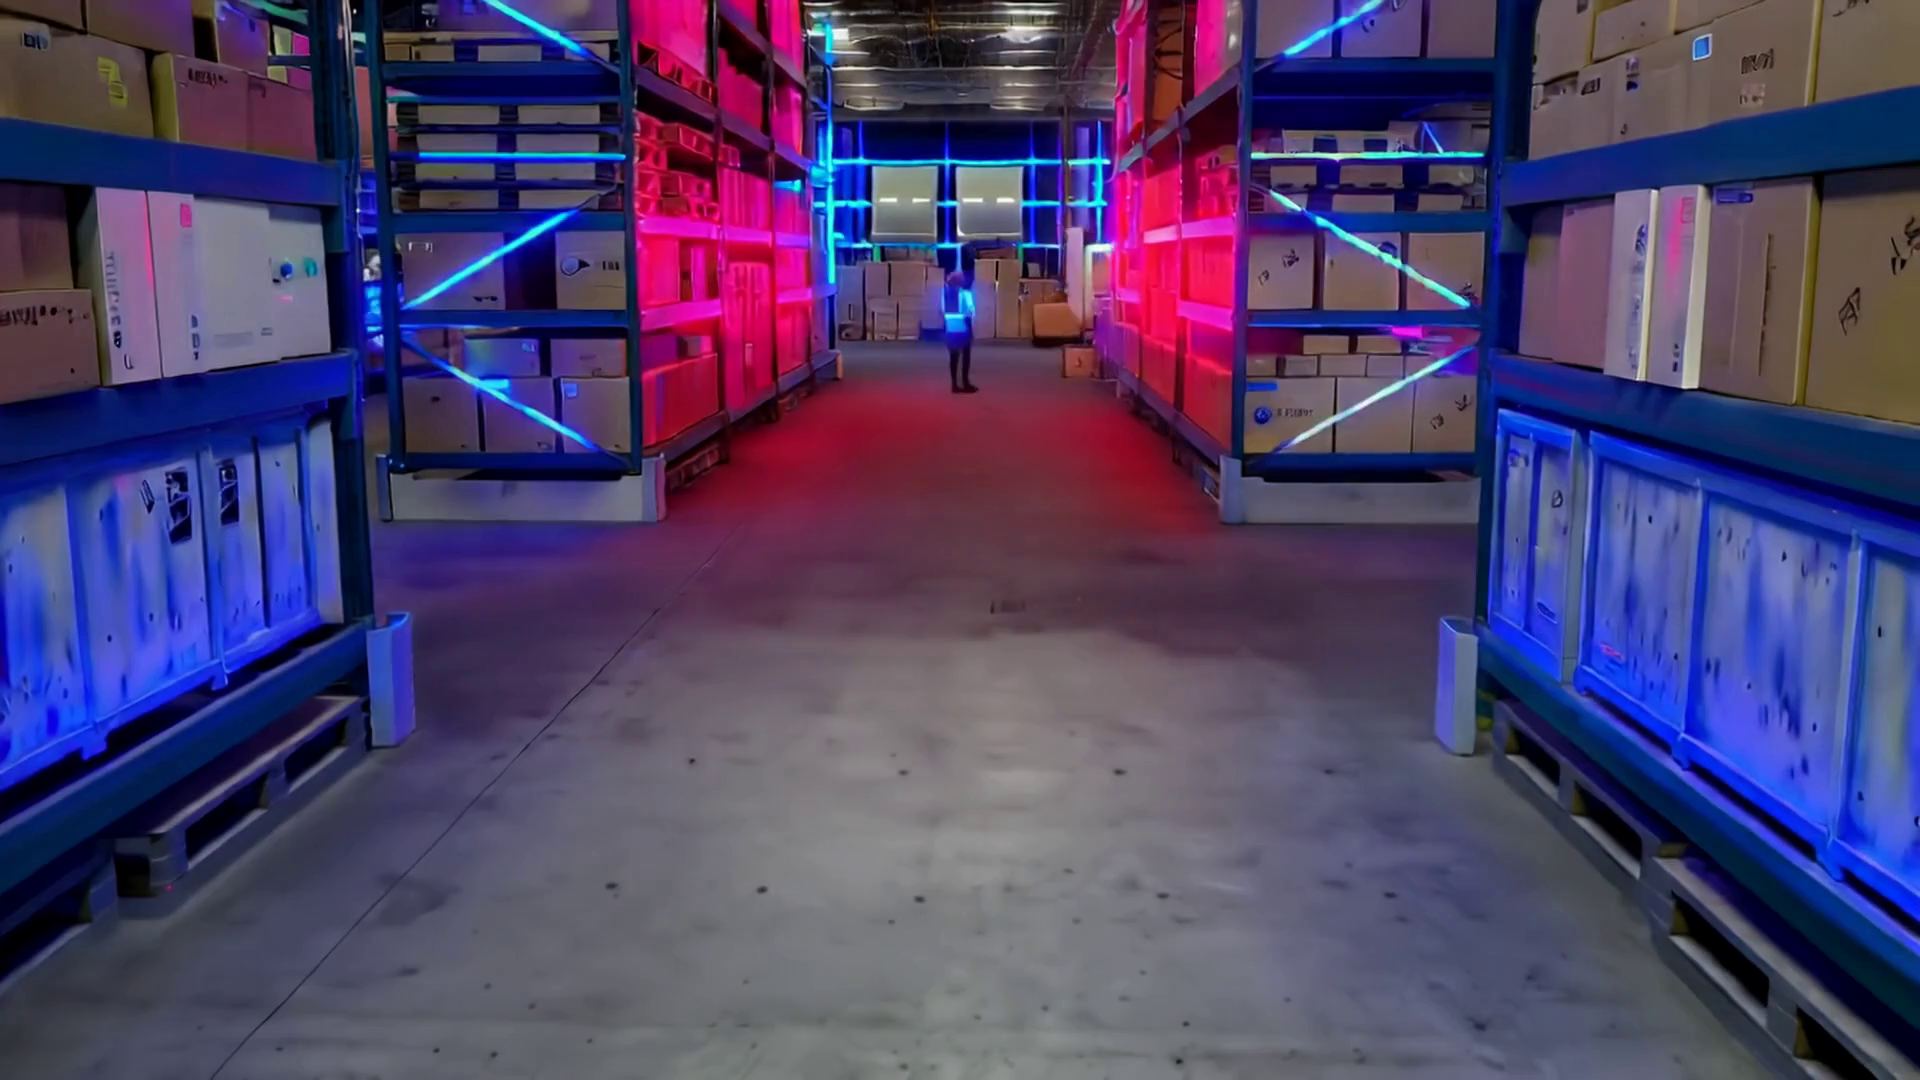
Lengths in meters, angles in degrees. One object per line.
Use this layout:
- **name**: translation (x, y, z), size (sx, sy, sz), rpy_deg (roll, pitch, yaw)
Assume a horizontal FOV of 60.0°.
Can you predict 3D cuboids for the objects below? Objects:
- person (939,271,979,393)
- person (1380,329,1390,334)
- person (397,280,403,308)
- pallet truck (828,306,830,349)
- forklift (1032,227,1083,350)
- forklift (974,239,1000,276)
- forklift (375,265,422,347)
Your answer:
- **person**: translation (-0.038, -3.224, 25.839), size (0.630, 1.898, 0.398), rpy_deg (6, 11, 32)
- **person**: translation (7.231, -3.633, 28.865), size (0.318, 1.697, 0.533), rpy_deg (-9, 13, -44)
- **person**: translation (-12.915, -5.143, 38.070), size (0.312, 1.642, 0.512), rpy_deg (2, 10, 13)
- **pallet truck**: translation (-3.100, -3.940, 29.800), size (1.885, 1.965, 0.823), rpy_deg (3, 10, 19)
- **forklift**: translation (2.617, -5.788, 38.232), size (1.873, 2.768, 1.129), rpy_deg (0, 9, 1)
- **forklift**: translation (0.936, -9.126, 58.224), size (1.129, 2.768, 1.873), rpy_deg (0, 9, 1)
- **forklift**: translation (-13.104, -6.002, 39.516), size (1.129, 2.768, 1.873), rpy_deg (0, 9, 1)
